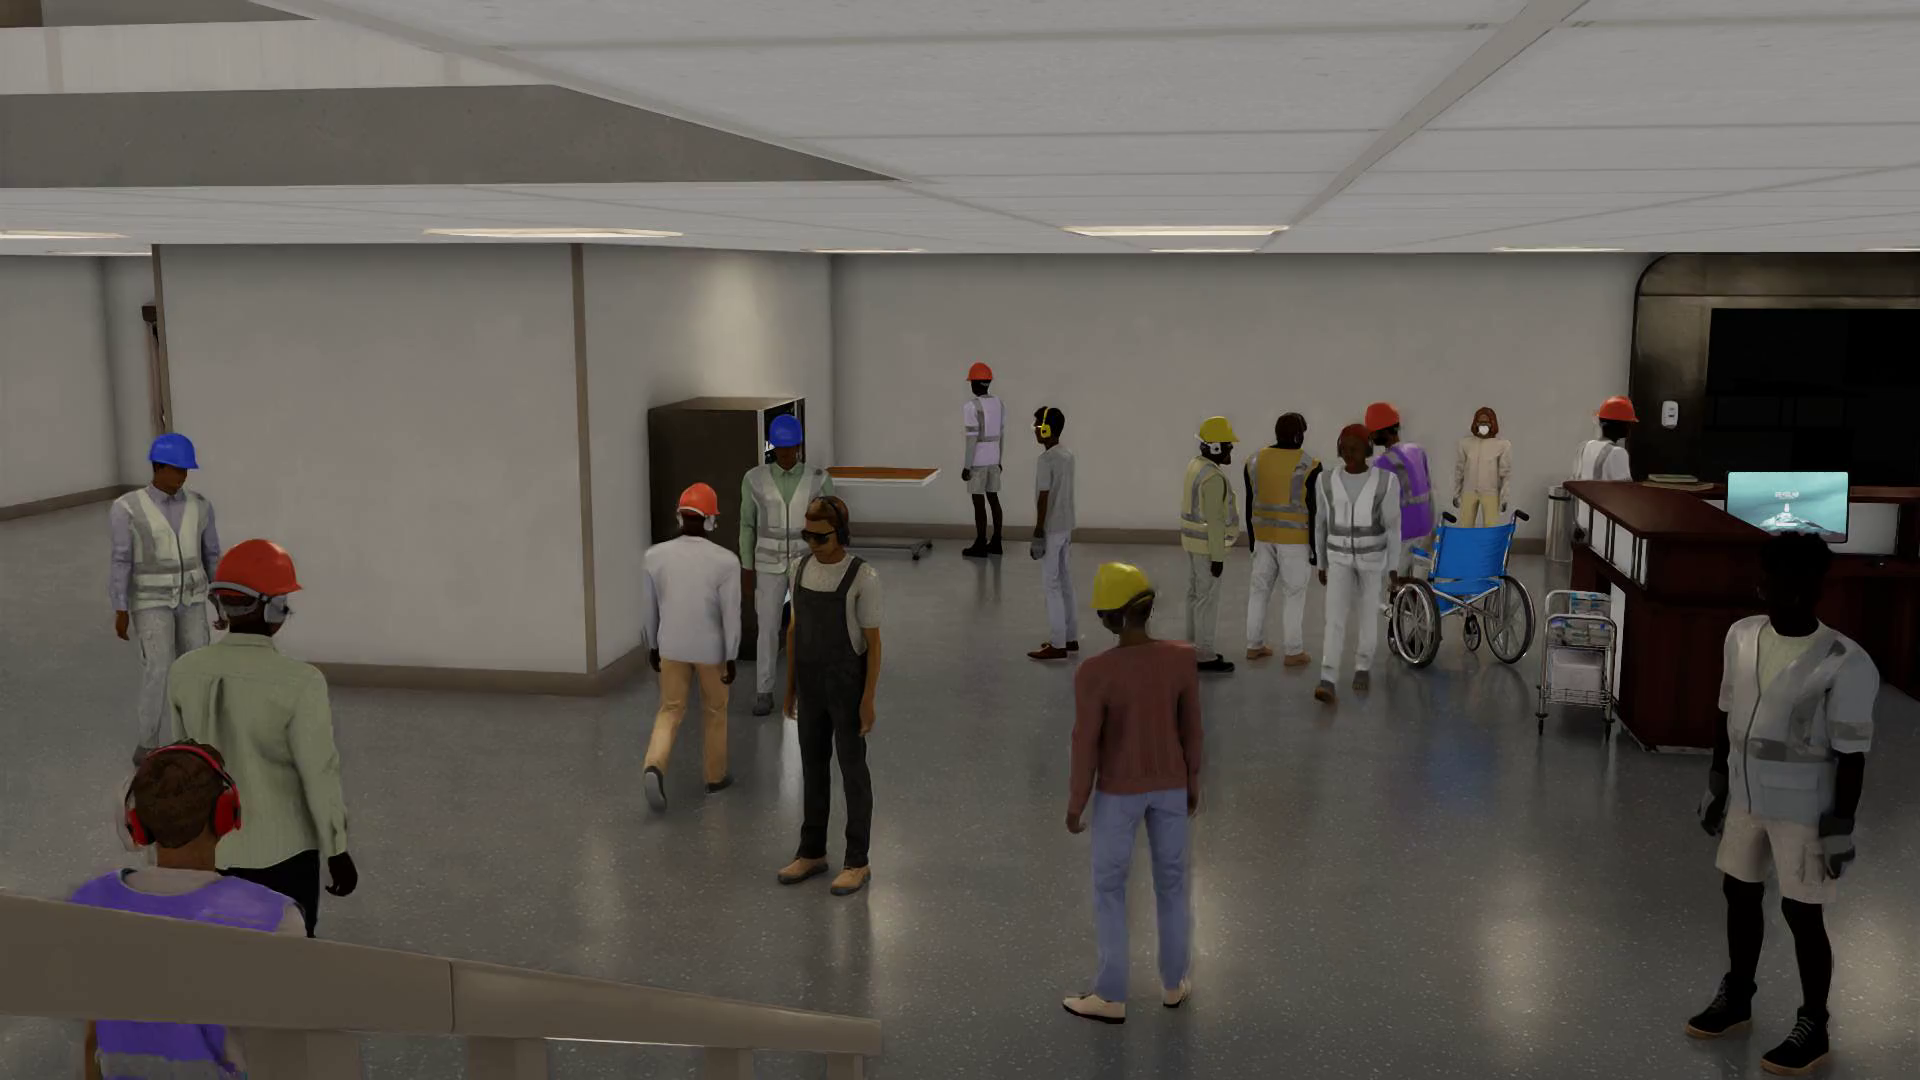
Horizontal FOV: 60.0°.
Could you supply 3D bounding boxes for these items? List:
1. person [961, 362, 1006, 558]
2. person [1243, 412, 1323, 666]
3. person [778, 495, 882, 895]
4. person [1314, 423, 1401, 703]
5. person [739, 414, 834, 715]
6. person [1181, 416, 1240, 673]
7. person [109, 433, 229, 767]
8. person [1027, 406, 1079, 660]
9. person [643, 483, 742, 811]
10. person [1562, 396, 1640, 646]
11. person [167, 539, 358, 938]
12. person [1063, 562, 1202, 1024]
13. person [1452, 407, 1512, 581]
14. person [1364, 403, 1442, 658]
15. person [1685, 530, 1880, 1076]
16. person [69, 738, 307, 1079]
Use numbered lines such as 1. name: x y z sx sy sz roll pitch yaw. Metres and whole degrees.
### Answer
1. person: 0.208 -0.796 16.571 0.374 1.935 0.552 8 12 42
2. person: 2.354 -0.007 12.050 0.626 1.836 0.431 7 12 39
3. person: -0.595 0.701 7.634 0.506 1.840 0.345 6 11 31
4. person: 2.615 0.155 11.015 0.599 1.829 0.976 4 10 23
5. person: -1.101 0.161 10.640 0.615 1.943 0.409 -1 9 -5
6. person: 1.775 0.036 11.804 0.403 1.828 0.596 -1 9 -6
7. person: -4.483 0.358 9.463 0.456 1.930 0.629 6 11 34
8. person: 0.689 -0.053 12.251 0.336 1.861 0.496 4 10 24
9. person: -1.436 0.565 8.836 0.570 1.727 0.720 2 9 12
10. person: 4.963 -0.125 12.525 0.841 1.901 0.552 0 9 3
11. person: -2.285 0.982 5.475 0.630 1.984 0.405 4 10 22
12. person: 0.652 0.959 6.361 0.606 1.743 0.373 -3 10 -20
13. person: 4.723 -0.394 15.068 0.504 1.627 0.285 6 11 31
14. person: 3.233 -0.064 12.230 0.610 1.882 0.584 9 13 43
15. person: 2.925 0.922 5.926 0.389 1.954 0.605 -3 10 -20
16. person: -1.715 1.354 3.788 0.581 1.812 0.909 2 9 13
